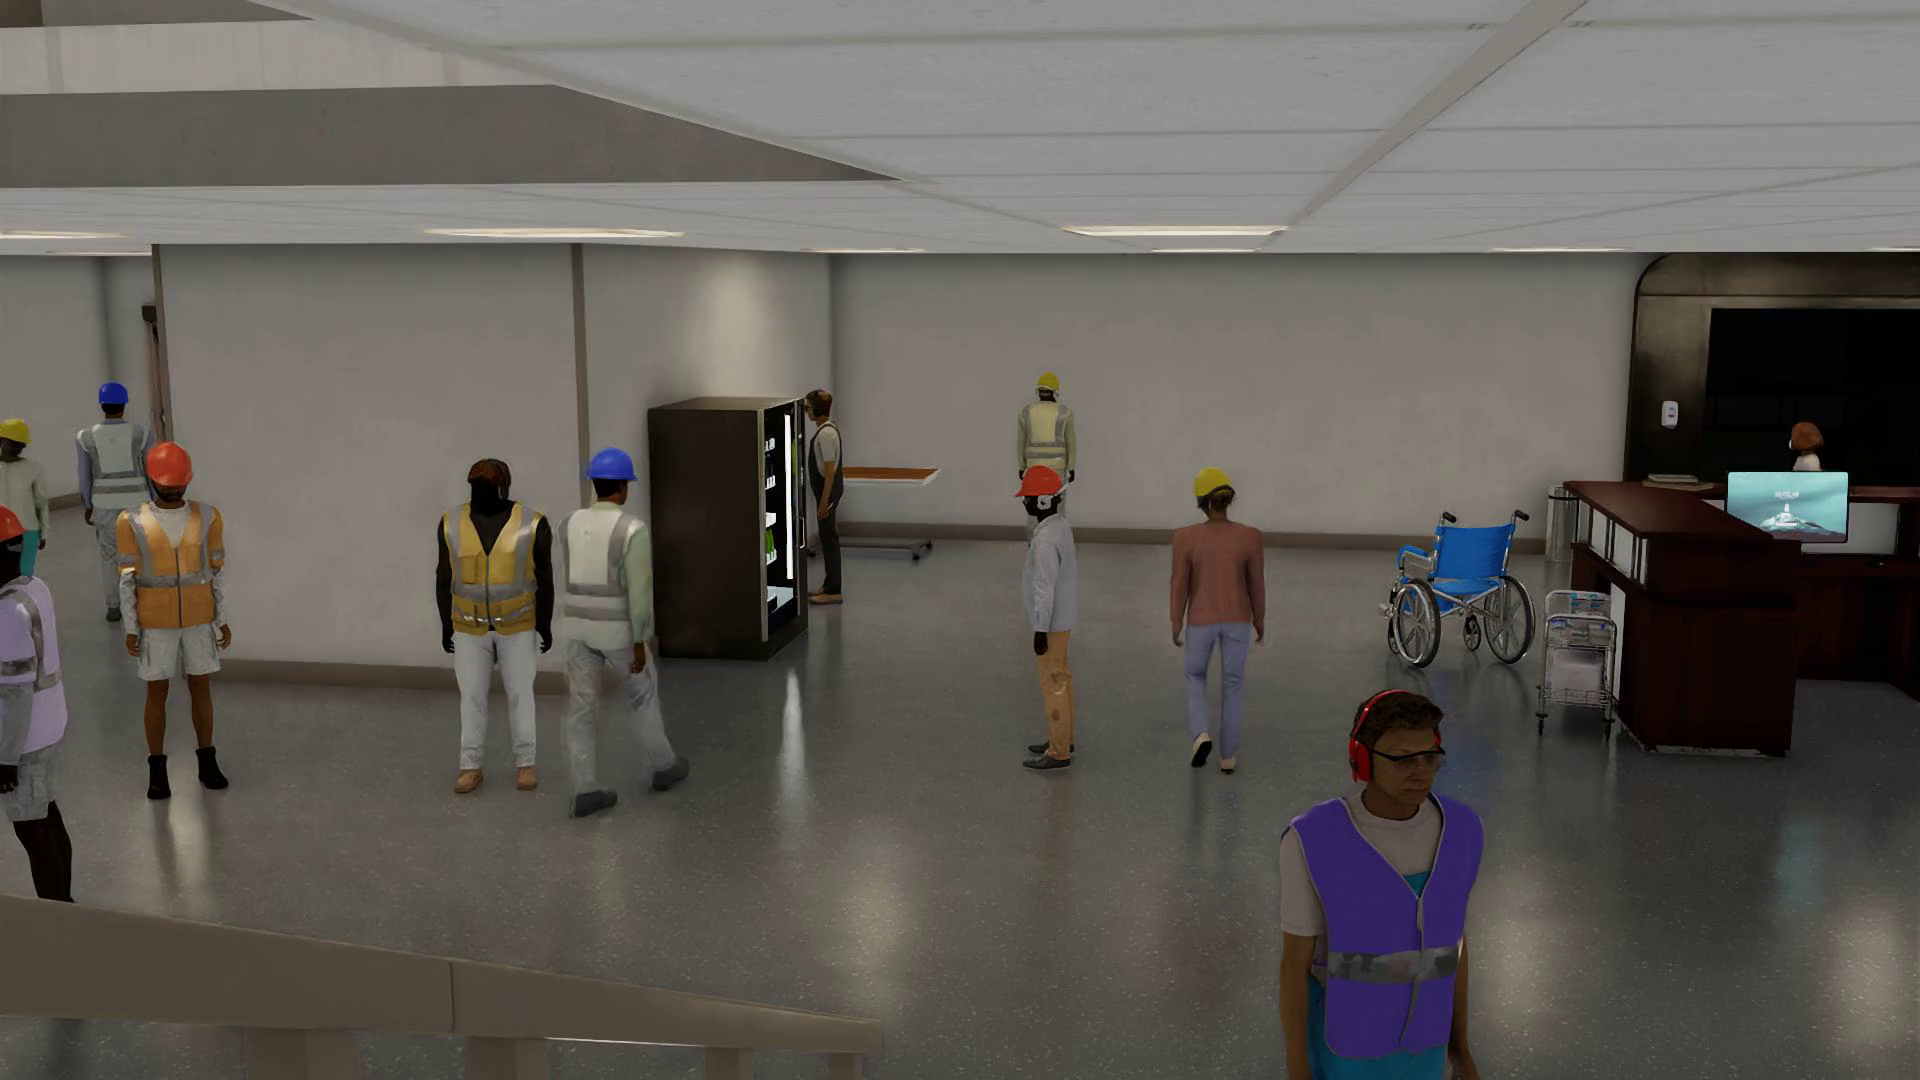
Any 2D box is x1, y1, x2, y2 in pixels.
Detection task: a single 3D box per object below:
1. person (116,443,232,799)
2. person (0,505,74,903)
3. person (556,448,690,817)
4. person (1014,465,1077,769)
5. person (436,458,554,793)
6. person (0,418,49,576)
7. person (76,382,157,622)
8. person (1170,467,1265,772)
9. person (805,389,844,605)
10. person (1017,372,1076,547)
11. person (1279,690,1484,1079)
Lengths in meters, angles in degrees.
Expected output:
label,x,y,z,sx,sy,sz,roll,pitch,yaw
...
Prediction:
label,x,y,z,sx,sy,sz,roll,pitch,yaw
person,-4.248,0.430,9.035,0.542,1.929,0.373,-6,11,-34
person,-3.856,0.796,6.783,0.375,1.927,0.543,-3,10,-19
person,-1.812,0.462,8.901,0.601,1.903,0.910,4,10,22
person,0.486,0.438,9.567,0.361,1.742,0.563,2,9,9
person,-2.539,0.466,9.101,0.624,1.841,0.430,-1,9,-6
person,-7.260,-0.079,12.727,0.542,1.741,0.660,-5,11,-29
person,-6.811,-0.308,13.522,0.602,1.949,0.392,-3,10,-20
person,1.460,0.460,9.419,0.546,1.746,0.400,1,9,4
person,-1.156,-0.368,14.216,0.324,1.841,0.517,-1,9,-4
person,0.875,-0.766,16.709,0.600,1.830,0.403,2,9,13
person,1.037,1.264,4.148,0.563,1.846,0.390,-4,10,-23
